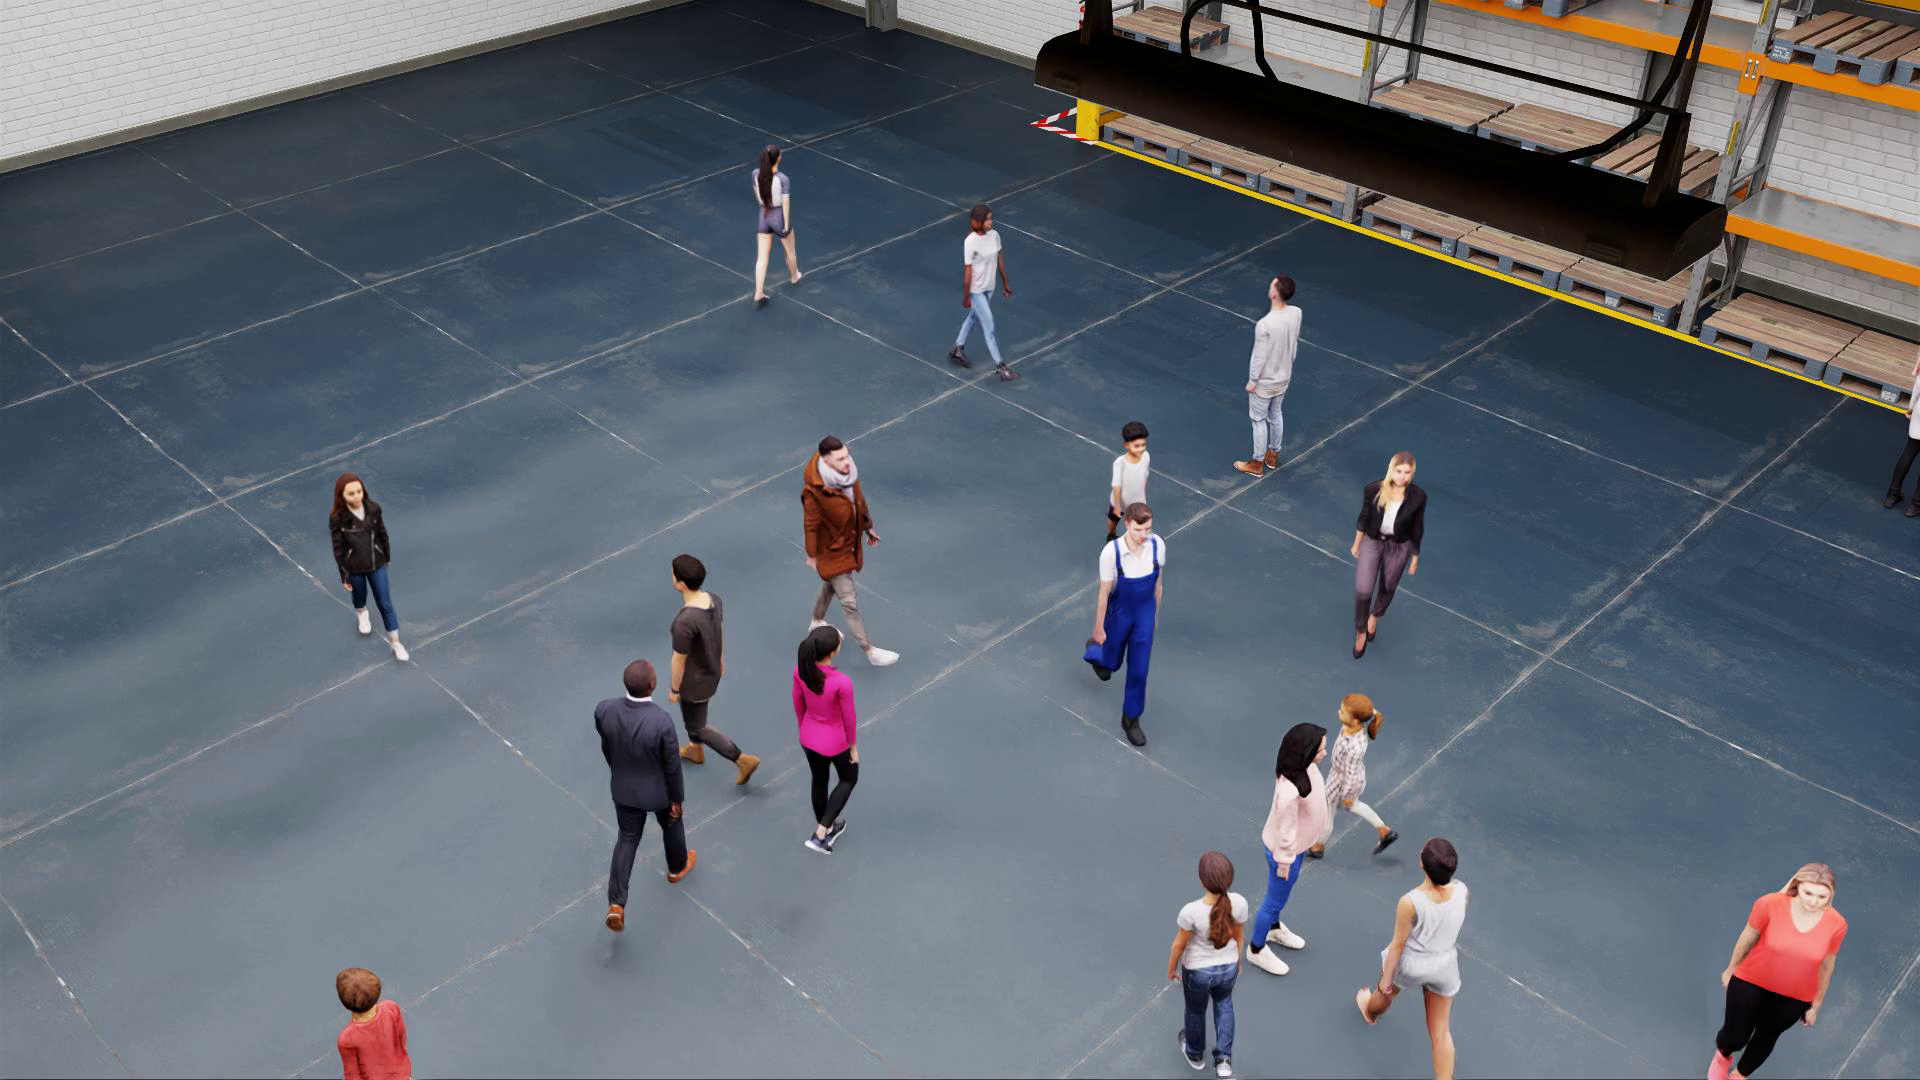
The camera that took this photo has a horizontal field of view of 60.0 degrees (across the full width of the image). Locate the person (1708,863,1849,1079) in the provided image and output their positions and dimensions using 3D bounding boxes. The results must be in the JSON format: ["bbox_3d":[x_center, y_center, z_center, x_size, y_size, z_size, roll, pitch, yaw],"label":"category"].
[{"bbox_3d":[4.214,2.259,8.635,0.694,1.687,0.781,11,35,17],"label":"person"}]

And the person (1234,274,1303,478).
[{"bbox_3d":[2.616,-1.392,13.990,0.699,1.841,0.589,-25,41,-32],"label":"person"}]

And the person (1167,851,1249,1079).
[{"bbox_3d":[1.335,2.274,8.729,0.739,1.557,0.824,-6,34,-9],"label":"person"}]

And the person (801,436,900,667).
[{"bbox_3d":[-0.946,0.044,11.873,1.186,1.793,0.929,15,37,22],"label":"person"}]

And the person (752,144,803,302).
[{"bbox_3d":[-1.940,-3.182,16.895,1.084,1.605,0.963,11,35,17],"label":"person"}]

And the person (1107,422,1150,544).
[{"bbox_3d":[1.286,-0.384,13.028,0.743,1.226,0.930,-10,35,-14],"label":"person"}]

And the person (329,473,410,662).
[{"bbox_3d":[-4.341,0.146,12.027,0.704,1.451,1.032,-19,38,-26],"label":"person"}]

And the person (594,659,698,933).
[{"bbox_3d":[-1.869,1.493,9.688,1.160,1.797,1.095,9,35,14],"label":"person"}]

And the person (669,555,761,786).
[{"bbox_3d":[-1.634,0.873,10.713,1.086,1.694,0.897,11,35,16],"label":"person"}]

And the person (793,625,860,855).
[{"bbox_3d":[-0.860,1.279,10.109,0.752,1.687,0.765,16,37,23],"label":"person"}]

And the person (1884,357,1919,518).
[{"bbox_3d":[7.915,-1.021,13.465,0.745,1.803,0.598,-20,38,-27],"label":"person"}]

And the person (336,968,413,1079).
[{"bbox_3d":[-2.819,2.702,8.229,0.788,1.399,0.582,24,40,32],"label":"person"}]

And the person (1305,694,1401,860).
[{"bbox_3d":[2.432,1.471,10.174,0.969,1.296,0.827,6,34,9],"label":"person"}]

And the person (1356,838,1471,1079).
[{"bbox_3d":[2.464,2.282,8.692,0.991,1.586,1.176,-10,35,-14],"label":"person"}]

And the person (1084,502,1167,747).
[{"bbox_3d":[1.108,0.465,11.207,0.975,1.827,1.186,-10,35,-15],"label":"person"}]

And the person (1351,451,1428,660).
[{"bbox_3d":[3.066,0.043,11.999,0.788,1.653,0.846,8,34,12],"label":"person"}]

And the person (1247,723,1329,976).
[{"bbox_3d":[1.846,1.708,9.393,0.667,1.766,0.699,14,36,20],"label":"person"}]

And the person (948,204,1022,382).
[{"bbox_3d":[0.138,-2.333,15.553,1.145,1.677,0.687,23,40,31],"label":"person"}]
